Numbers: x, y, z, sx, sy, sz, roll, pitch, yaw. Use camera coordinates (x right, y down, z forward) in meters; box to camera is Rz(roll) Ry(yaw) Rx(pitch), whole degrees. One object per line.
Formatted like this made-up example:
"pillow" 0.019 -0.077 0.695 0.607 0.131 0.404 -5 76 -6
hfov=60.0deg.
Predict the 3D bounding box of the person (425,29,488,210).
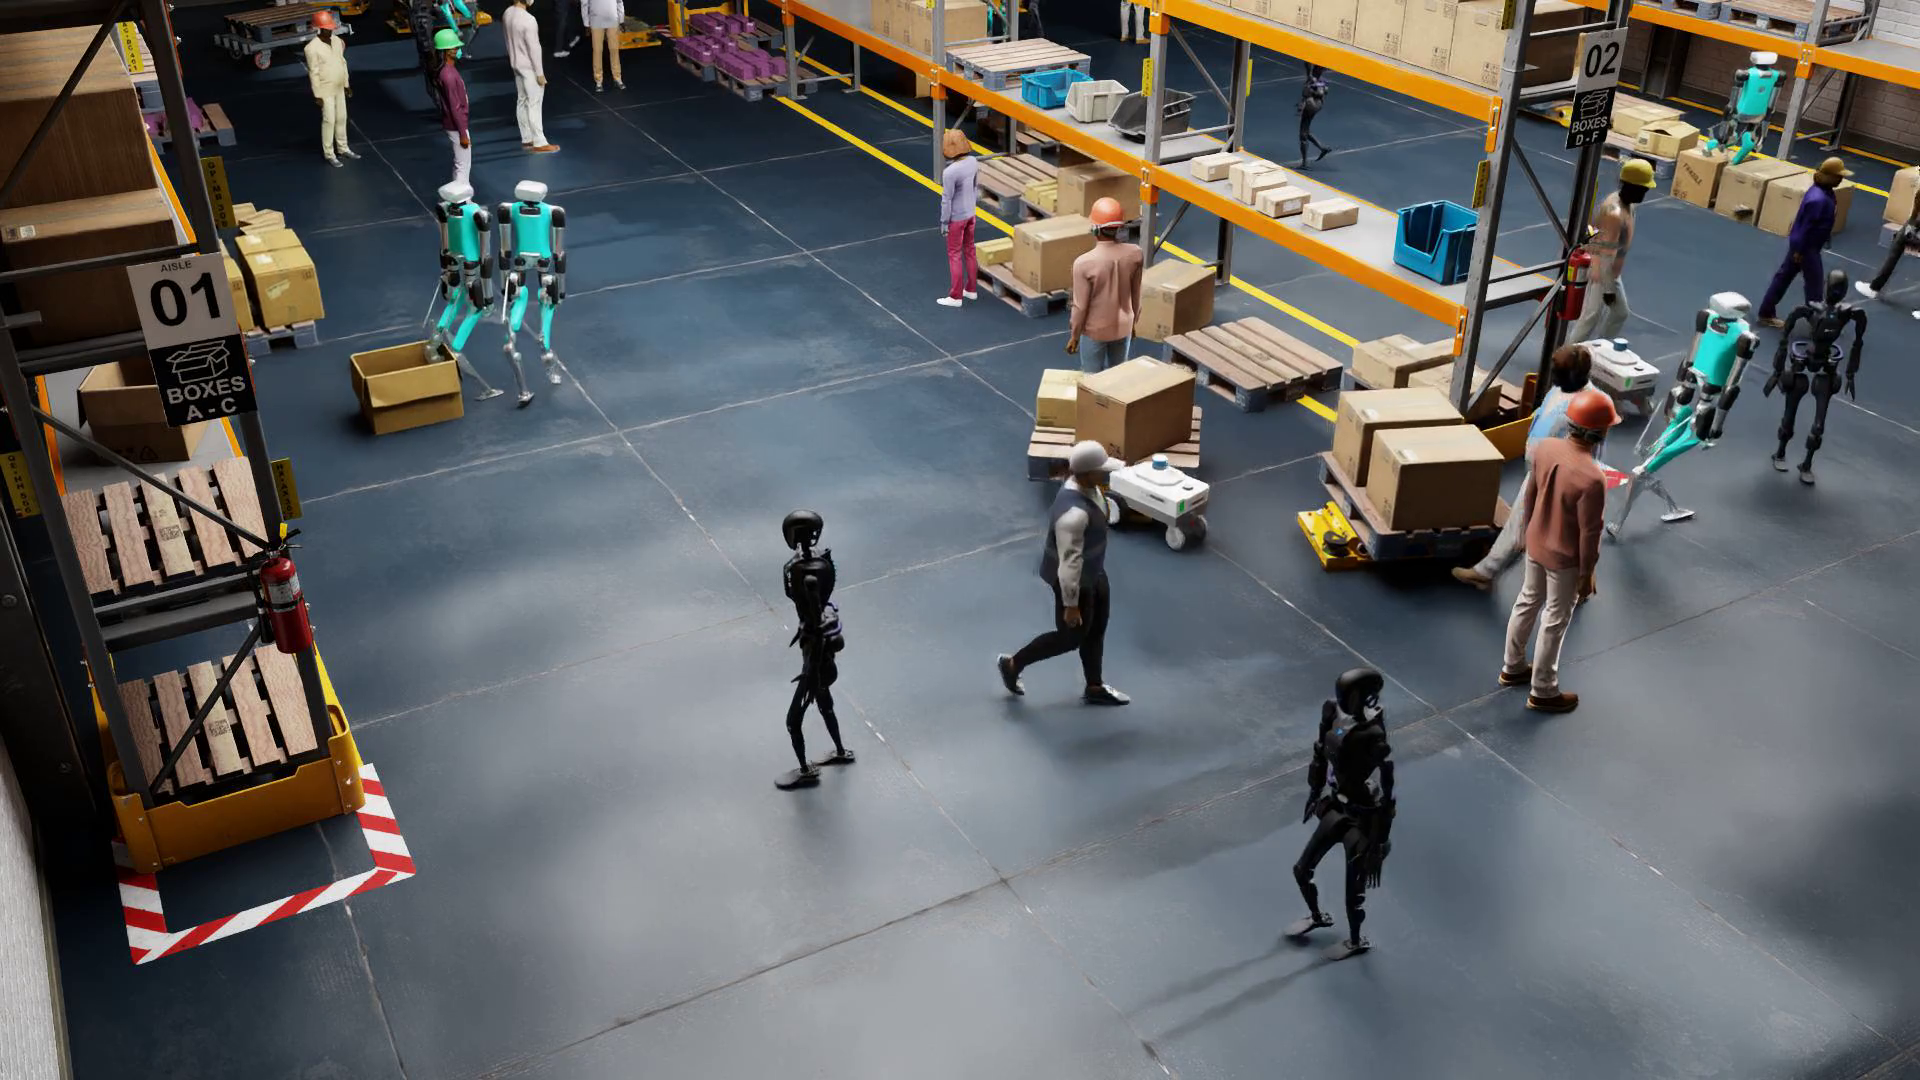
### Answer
"person" -5.196 -4.267 17.148 0.422 1.954 0.491 -11 32 -18

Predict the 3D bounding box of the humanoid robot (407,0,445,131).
"humanoid robot" -6.390 -5.824 20.142 0.412 1.647 0.590 -17 34 -26

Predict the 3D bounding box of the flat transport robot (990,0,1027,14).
"flat transport robot" 0.632 -8.560 26.311 0.659 0.231 1.431 -9 31 -15

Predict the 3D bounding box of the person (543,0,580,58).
"person" -5.611 -7.763 23.408 0.560 1.784 0.917 9 31 16

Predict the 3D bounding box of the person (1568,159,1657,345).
"person" 5.352 -2.171 13.549 0.653 1.902 0.612 15 33 24

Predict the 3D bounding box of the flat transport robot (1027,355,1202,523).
"flat transport robot" 1.160 -0.553 12.372 0.659 0.231 1.431 5 30 8

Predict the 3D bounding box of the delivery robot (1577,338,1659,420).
"delivery robot" 5.281 -1.339 13.472 0.499 0.613 0.816 -10 31 -17

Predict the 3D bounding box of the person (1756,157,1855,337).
"person" 7.520 -2.550 14.521 0.792 1.592 0.455 14 33 22

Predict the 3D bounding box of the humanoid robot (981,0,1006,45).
"humanoid robot" 0.476 -7.214 22.529 0.531 1.796 0.797 -1 30 -2

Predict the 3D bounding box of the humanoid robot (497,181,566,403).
"humanoid robot" -3.418 -1.917 13.305 0.584 1.779 0.889 -2 30 -3

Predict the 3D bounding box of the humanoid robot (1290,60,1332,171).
"humanoid robot" 3.999 -4.965 18.648 0.425 1.645 0.607 13 32 21

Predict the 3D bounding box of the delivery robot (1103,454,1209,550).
"delivery robot" 1.368 -0.313 11.687 0.499 0.614 0.808 -26 39 -38

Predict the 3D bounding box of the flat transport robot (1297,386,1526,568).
"flat transport robot" 3.140 -0.086 11.560 1.431 0.231 0.659 -4 30 -6

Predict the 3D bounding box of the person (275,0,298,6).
"person" -10.105 -8.614 24.828 0.429 1.844 0.625 10 31 17

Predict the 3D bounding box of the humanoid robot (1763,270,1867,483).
"humanoid robot" 6.241 -1.226 12.140 0.612 1.629 0.459 8 31 14

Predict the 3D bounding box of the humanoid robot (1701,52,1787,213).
"humanoid robot" 8.107 -4.264 17.358 0.542 1.730 1.024 -2 30 -3

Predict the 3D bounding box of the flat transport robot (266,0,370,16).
"flat transport robot" -9.991 -8.319 25.891 1.431 0.231 0.659 -3 30 -5

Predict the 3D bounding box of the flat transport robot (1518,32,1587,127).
"flat transport robot" 7.441 -5.482 20.952 0.659 0.231 1.431 -16 33 -25

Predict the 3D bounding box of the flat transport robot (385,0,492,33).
"flat transport robot" -7.881 -7.882 25.130 1.431 0.231 0.659 -18 34 -28

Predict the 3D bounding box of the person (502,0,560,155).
"person" -4.994 -5.450 19.222 0.354 1.937 0.634 -23 37 -35

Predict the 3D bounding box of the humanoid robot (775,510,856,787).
"humanoid robot" -0.822 0.568 9.014 0.478 1.641 0.610 -6 30 -10

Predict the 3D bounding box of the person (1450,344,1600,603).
"person" 3.707 -0.396 10.560 0.857 1.799 0.623 0 30 0

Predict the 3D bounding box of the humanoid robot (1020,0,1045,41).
"humanoid robot" 1.089 -7.640 23.325 0.713 1.628 0.601 8 31 14

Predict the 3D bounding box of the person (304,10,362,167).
"person" -7.115 -5.121 18.855 0.398 1.737 0.573 9 31 15

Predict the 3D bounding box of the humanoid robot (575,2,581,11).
"humanoid robot" -5.857 -9.084 25.803 0.601 1.653 0.323 -14 33 -23

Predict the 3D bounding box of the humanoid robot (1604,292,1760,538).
"humanoid robot" 4.807 -0.796 11.370 0.942 1.793 0.555 -9 31 -15

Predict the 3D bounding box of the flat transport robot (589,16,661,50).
"flat transport robot" -4.926 -7.432 24.348 0.659 0.231 1.431 -15 33 -24

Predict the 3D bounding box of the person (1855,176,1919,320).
"person" 8.680 -2.914 14.926 0.527 1.819 1.004 -7 31 -12

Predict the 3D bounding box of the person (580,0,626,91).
"person" -4.635 -6.758 21.684 0.570 1.747 0.341 -14 33 -22

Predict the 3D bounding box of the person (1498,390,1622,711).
"person" 3.464 0.058 9.578 0.378 1.995 0.608 -8 31 -14

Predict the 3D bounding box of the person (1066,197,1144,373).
"person" 1.075 -1.588 12.443 0.608 1.995 0.378 -15 33 -24

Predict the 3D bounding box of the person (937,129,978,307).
"person" -0.014 -2.927 15.141 0.288 1.629 0.498 19 35 30

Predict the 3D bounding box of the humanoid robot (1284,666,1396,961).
"humanoid robot" 1.812 1.299 7.741 0.430 1.646 0.591 -12 32 -20

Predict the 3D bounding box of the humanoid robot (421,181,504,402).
"humanoid robot" -4.061 -1.895 13.254 0.531 1.796 0.793 16 34 26

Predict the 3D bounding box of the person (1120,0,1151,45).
"person" 2.524 -8.108 23.894 0.569 1.896 0.359 22 37 34

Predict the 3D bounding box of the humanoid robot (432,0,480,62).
"humanoid robot" -6.962 -7.418 22.944 0.750 1.870 0.545 25 38 37

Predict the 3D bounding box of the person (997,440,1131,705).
"person" 0.626 0.198 9.589 0.725 1.738 0.759 8 31 14
